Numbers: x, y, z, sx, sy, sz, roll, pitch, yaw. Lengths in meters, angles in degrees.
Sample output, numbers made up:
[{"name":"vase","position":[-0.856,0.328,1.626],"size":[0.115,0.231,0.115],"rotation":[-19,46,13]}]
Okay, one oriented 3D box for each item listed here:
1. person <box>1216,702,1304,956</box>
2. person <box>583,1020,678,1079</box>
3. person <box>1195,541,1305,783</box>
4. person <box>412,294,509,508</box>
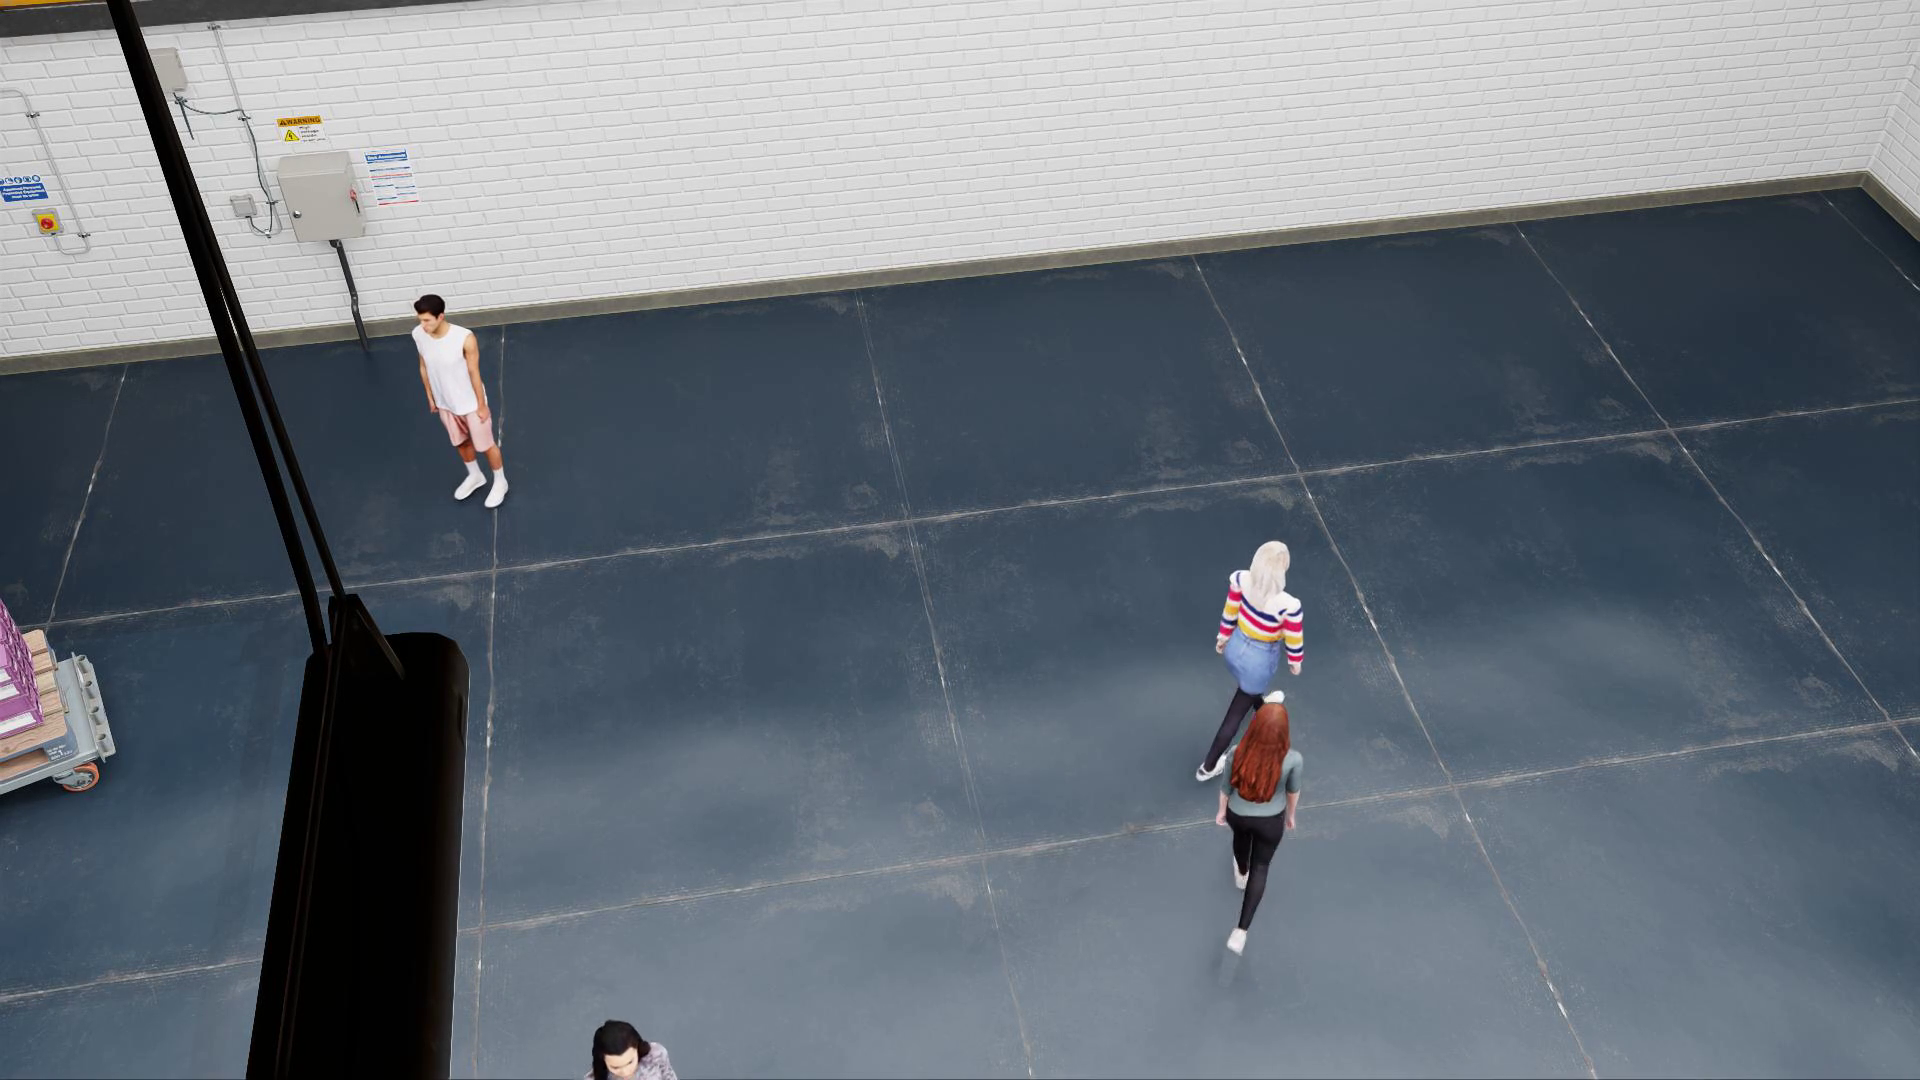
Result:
[{"name":"person","position":[1.606,1.573,9.112],"size":[0.877,1.720,1.162],"rotation":[9,44,9]},{"name":"person","position":[-1.548,2.726,7.902],"size":[0.714,1.719,0.771],"rotation":[-19,47,-19]},{"name":"person","position":[1.693,0.755,9.942],"size":[1.115,1.760,1.176],"rotation":[-32,52,-29]},{"name":"person","position":[-3.529,-1.015,11.785],"size":[0.738,1.780,0.740],"rotation":[13,45,13]}]
